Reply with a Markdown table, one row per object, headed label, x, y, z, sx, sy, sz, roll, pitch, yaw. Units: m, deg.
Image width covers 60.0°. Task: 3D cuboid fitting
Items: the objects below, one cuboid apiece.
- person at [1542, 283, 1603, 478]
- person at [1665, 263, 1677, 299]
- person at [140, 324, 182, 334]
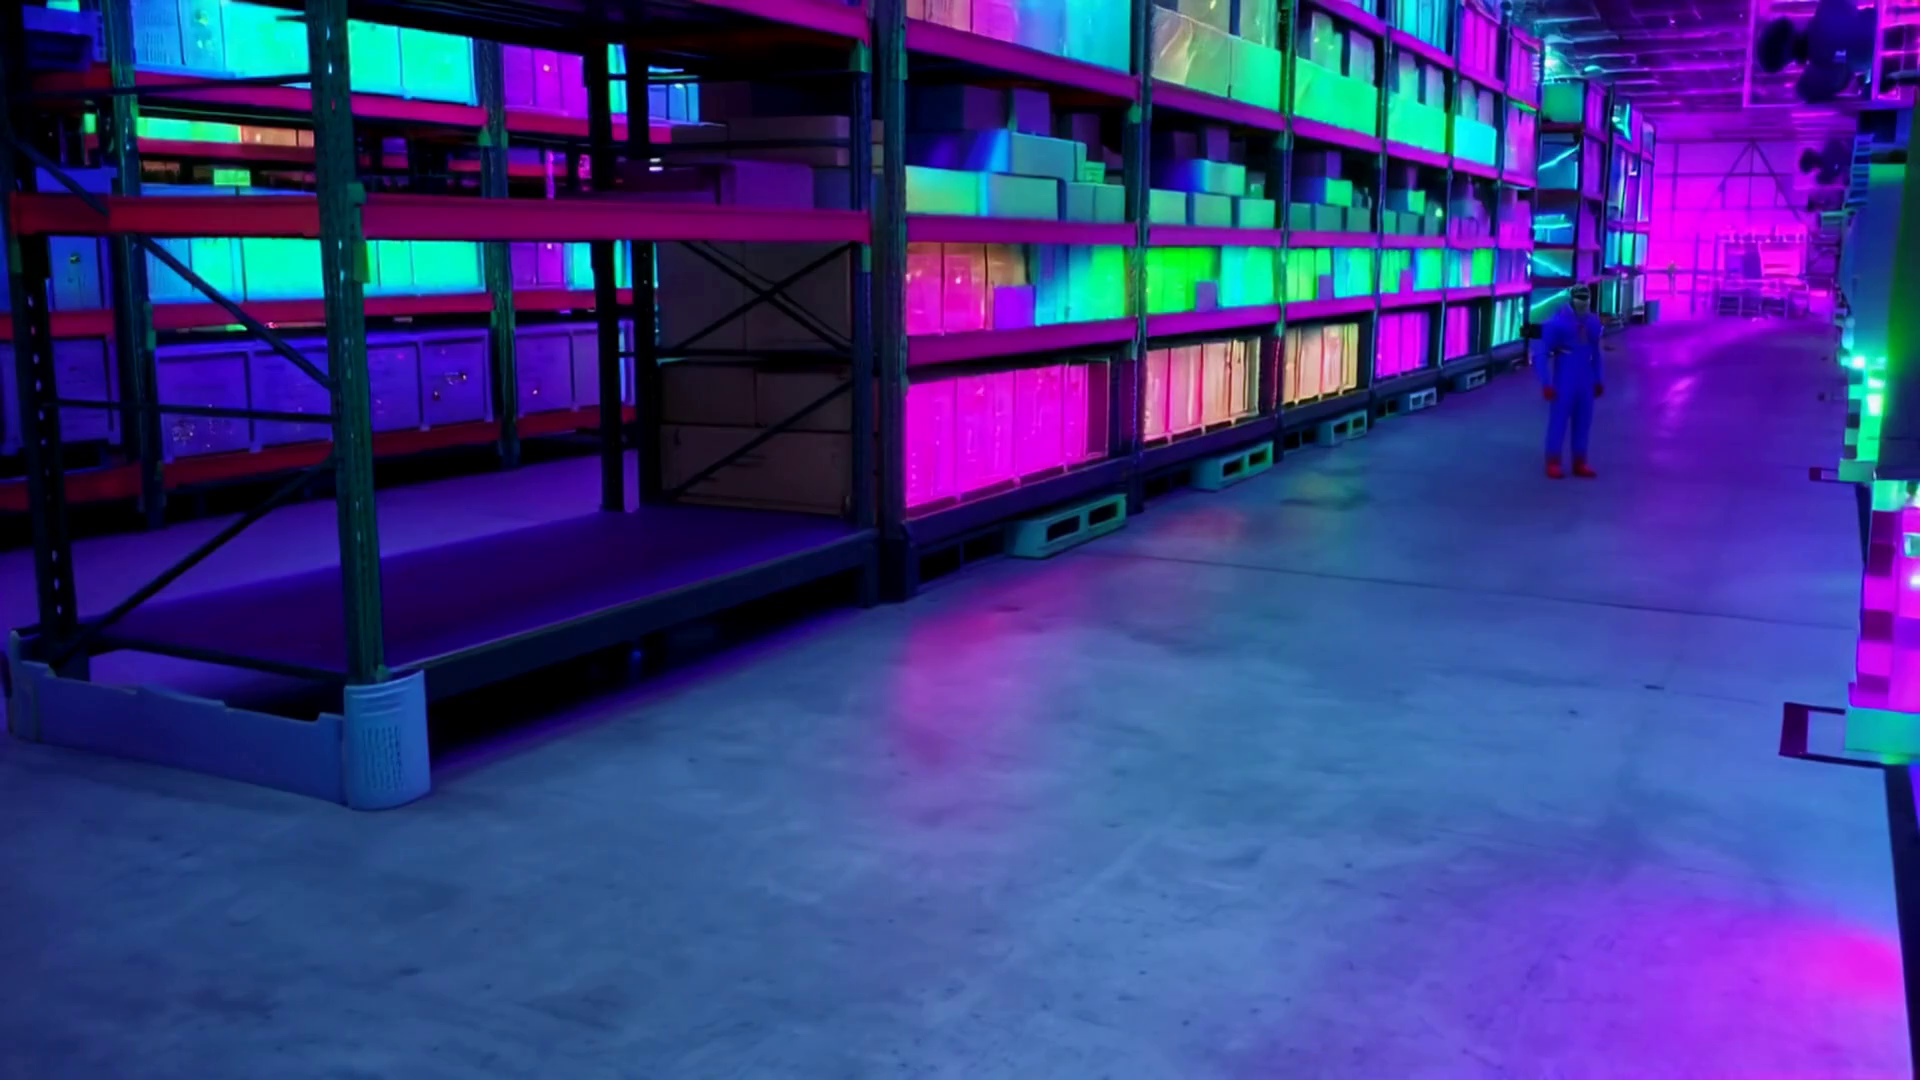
| label | x | y | z | sx | sy | sz | roll | pitch | yaw |
| --- | --- | --- | --- | --- | --- | --- | --- | --- | --- |
| person | 5.946 | -1.539 | 16.125 | 0.653 | 1.895 | 0.402 | -3 | 10 | -17 |
| person | 33.861 | -12.331 | 79.187 | 0.536 | 1.689 | 0.319 | -3 | 10 | -16 |
| person | -8.228 | -1.766 | 17.397 | 0.594 | 1.896 | 0.907 | 4 | 10 | 20 |
